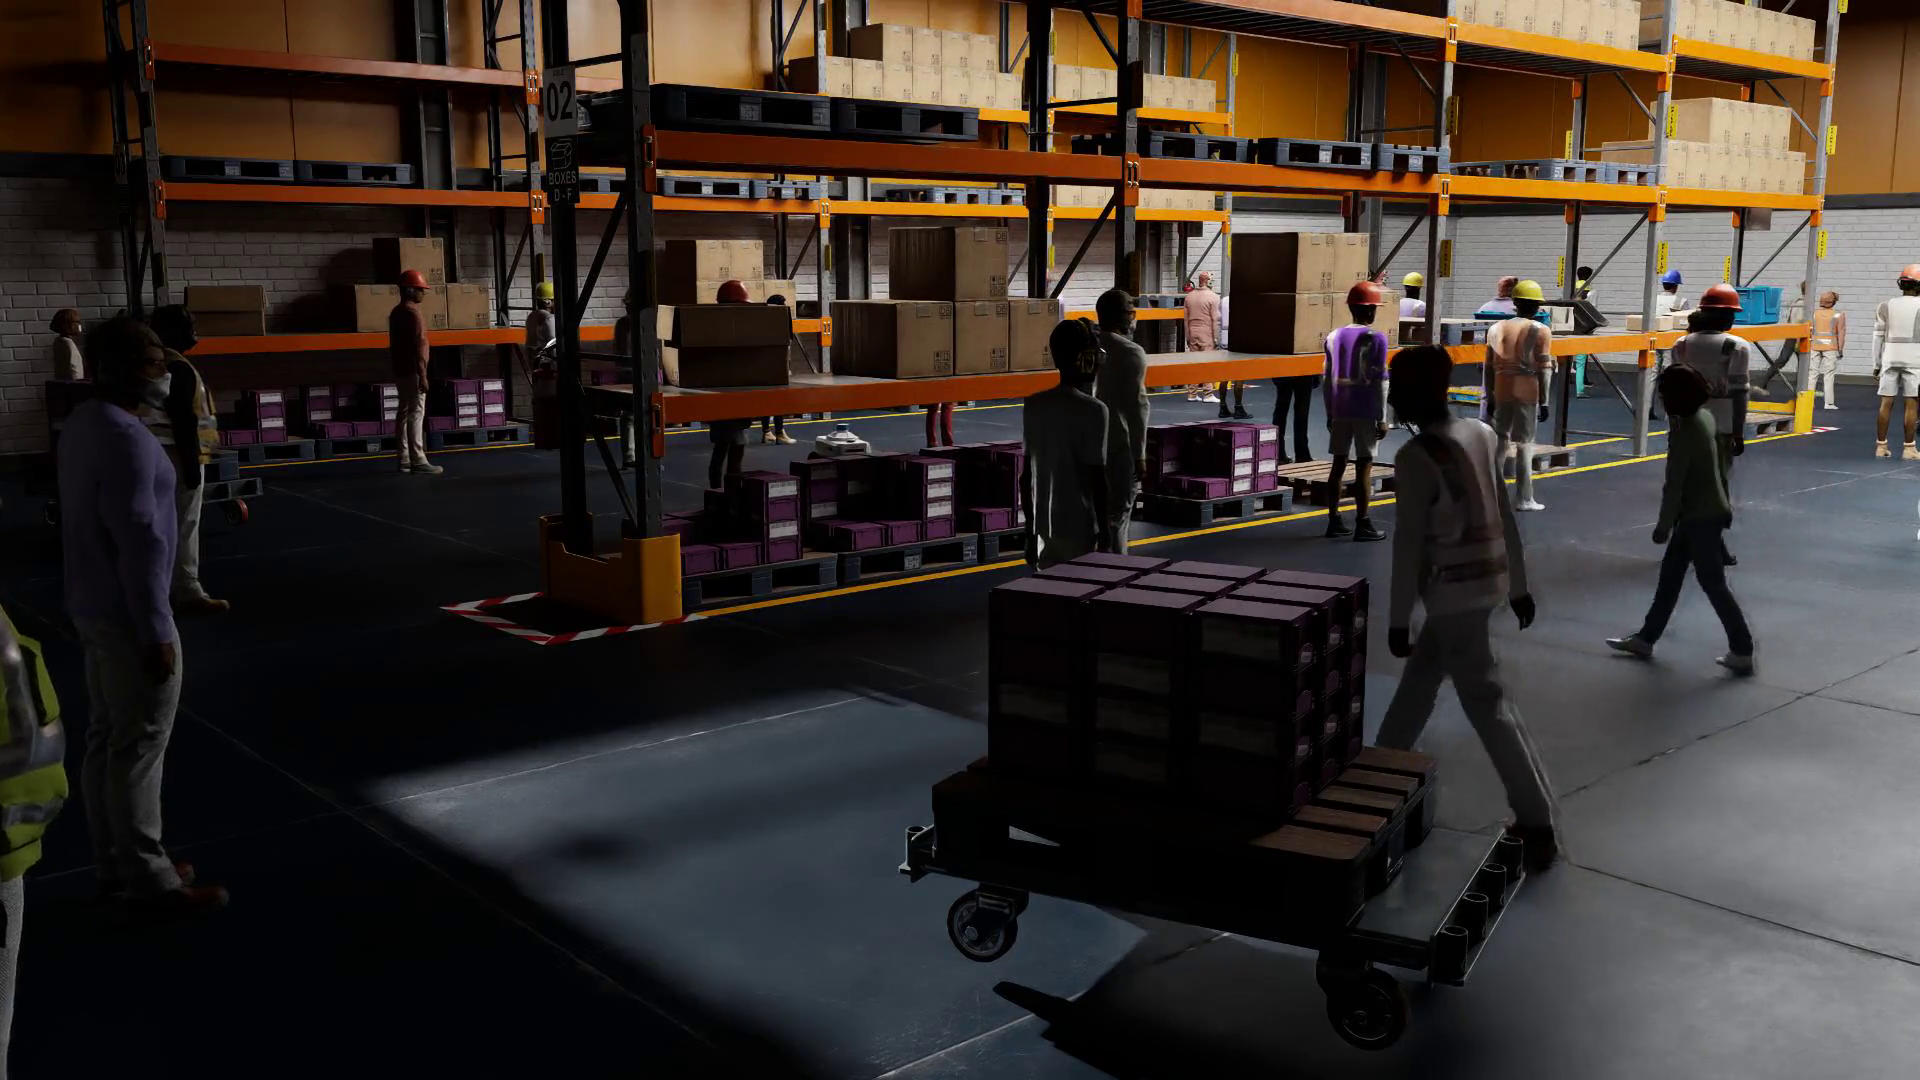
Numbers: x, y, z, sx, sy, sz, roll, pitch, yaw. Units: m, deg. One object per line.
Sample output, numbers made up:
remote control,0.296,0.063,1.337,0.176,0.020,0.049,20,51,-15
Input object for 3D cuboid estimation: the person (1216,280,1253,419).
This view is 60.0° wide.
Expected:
person,3.611,-2.551,21.784,0.376,1.934,0.548,-8,12,-39

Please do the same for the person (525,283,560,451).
person,-4.514,-1.888,18.202,0.404,1.832,0.592,-8,12,-39

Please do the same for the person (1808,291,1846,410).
person,11.979,-2.621,23.055,0.315,1.640,0.515,-8,12,-39

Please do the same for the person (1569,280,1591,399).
person,9.237,-2.997,24.898,0.329,1.765,0.527,-8,12,-39

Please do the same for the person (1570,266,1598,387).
person,10.095,-3.473,27.098,0.368,1.963,0.609,-8,12,-39

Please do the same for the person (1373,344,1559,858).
person,1.786,0.203,6.019,0.975,1.813,0.638,8,13,39

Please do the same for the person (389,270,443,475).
person,-5.346,-1.635,16.254,0.392,1.991,0.613,-8,12,-39

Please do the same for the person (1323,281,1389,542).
person,2.979,-0.960,12.460,0.379,1.937,0.548,-8,12,-39

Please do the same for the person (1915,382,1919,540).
person,7.388,-0.909,12.364,0.327,1.871,0.514,-8,12,-39

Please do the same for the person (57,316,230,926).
person,-2.663,0.257,5.342,0.371,1.936,0.629,-8,12,-39

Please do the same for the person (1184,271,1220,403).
person,3.552,-2.944,24.170,0.399,1.908,0.643,-8,12,-39

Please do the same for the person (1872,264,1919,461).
person,9.841,-1.845,17.332,0.397,2.043,0.610,-8,12,-39

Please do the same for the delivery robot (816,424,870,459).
delivery robot,-1.097,-0.842,15.541,0.477,0.478,0.707,-4,11,-22

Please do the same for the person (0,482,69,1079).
person,-2.052,0.637,3.397,0.430,1.843,0.625,-8,12,-39

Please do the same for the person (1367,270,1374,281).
person,7.330,-3.932,30.079,0.327,1.865,0.514,-8,12,-39

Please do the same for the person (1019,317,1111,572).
person,0.466,-0.008,7.085,0.327,1.871,0.514,-8,12,-39

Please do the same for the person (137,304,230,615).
person,-4.656,-0.479,9.929,0.430,1.843,0.625,-8,12,-39

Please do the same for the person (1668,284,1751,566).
person,5.158,-0.788,11.466,0.376,1.934,0.548,-8,12,-39

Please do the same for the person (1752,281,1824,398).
person,12.527,-3.025,25.039,1.028,1.789,0.519,5,11,25

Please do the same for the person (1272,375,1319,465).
person,3.405,-1.739,16.856,0.395,1.994,0.613,-8,12,-39

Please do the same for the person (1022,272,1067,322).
person,0.996,-2.339,20.358,0.629,1.993,0.573,-1,10,-5

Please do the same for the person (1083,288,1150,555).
person,0.885,-0.537,9.991,0.371,1.936,0.629,-8,12,-39

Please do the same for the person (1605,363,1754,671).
person,3.798,-0.125,8.601,0.729,1.577,0.526,6,11,30

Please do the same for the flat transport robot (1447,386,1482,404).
flat transport robot,7.453,-2.054,23.742,0.652,0.197,1.431,-4,11,-23

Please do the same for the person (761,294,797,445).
person,-2.084,-1.920,18.785,0.321,1.695,0.537,-8,12,-39

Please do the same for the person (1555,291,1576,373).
person,11.073,-3.860,30.329,0.286,1.631,0.502,-8,12,-39

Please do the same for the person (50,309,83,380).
person,-8.363,-1.352,15.647,0.279,1.632,0.502,-8,12,-39

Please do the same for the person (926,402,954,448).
person,-0.174,-1.820,18.005,0.329,1.765,0.527,-8,12,-39

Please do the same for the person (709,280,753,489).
person,-1.814,-1.090,13.233,0.376,1.934,0.548,-8,12,-39

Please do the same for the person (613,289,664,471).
person,-3.179,-1.581,16.405,0.404,1.832,0.592,-8,12,-39

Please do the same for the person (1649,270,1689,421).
person,9.110,-2.507,21.486,0.406,1.947,0.606,-8,12,-39

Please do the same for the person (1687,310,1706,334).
person,6.401,-1.149,14.335,0.408,1.662,0.553,2,10,11

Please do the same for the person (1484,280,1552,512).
person,4.666,-1.200,13.905,0.383,1.923,0.590,-8,12,-39

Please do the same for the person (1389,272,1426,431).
person,5.475,-2.296,20.313,0.388,1.926,0.590,-8,12,-39

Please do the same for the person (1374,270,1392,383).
person,6.895,-3.495,27.393,0.399,1.908,0.643,-8,12,-39

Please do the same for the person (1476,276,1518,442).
person,6.014,-1.955,18.392,0.399,1.905,0.643,-8,12,-39
